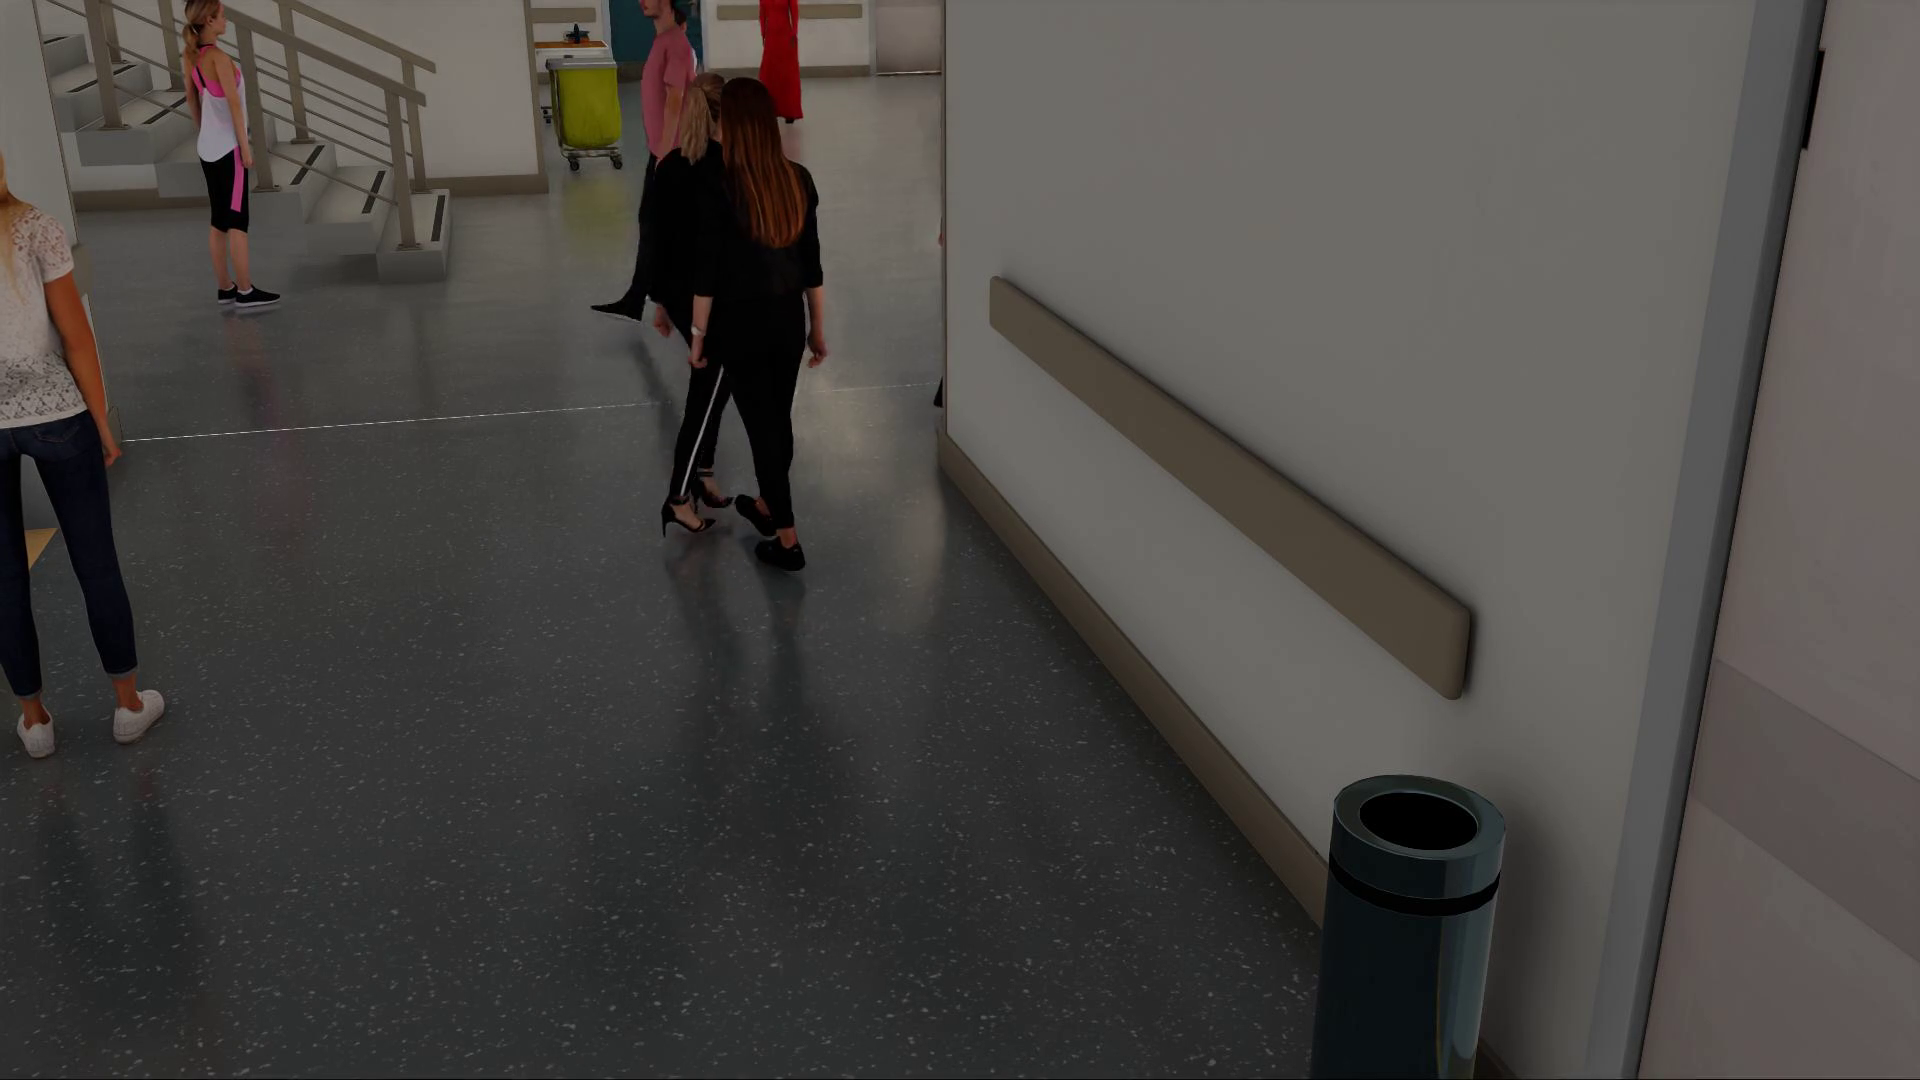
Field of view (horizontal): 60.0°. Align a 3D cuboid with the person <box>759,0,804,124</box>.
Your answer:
[{"bbox_3d":[-1.916,-5.439,18.159,0.919,1.763,0.911,5,21,12],"label":"person"}]

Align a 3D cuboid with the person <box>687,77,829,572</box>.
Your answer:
[{"bbox_3d":[-0.657,-0.713,5.777,0.930,1.696,0.872,-14,25,-32],"label":"person"}]

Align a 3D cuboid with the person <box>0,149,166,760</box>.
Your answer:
[{"bbox_3d":[-2.521,-0.277,4.466,0.476,1.808,0.670,-8,22,-20],"label":"person"}]

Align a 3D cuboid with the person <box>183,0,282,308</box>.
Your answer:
[{"bbox_3d":[-4.344,-2.277,9.778,0.690,1.786,0.725,15,25,34],"label":"person"}]

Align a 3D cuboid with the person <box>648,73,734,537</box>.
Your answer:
[{"bbox_3d":[-0.969,-0.782,5.988,0.760,1.675,0.809,16,26,36],"label":"person"}]

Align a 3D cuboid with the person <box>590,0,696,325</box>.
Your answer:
[{"bbox_3d":[-1.482,-2.125,9.160,1.018,1.940,0.774,-9,23,-23],"label":"person"}]
